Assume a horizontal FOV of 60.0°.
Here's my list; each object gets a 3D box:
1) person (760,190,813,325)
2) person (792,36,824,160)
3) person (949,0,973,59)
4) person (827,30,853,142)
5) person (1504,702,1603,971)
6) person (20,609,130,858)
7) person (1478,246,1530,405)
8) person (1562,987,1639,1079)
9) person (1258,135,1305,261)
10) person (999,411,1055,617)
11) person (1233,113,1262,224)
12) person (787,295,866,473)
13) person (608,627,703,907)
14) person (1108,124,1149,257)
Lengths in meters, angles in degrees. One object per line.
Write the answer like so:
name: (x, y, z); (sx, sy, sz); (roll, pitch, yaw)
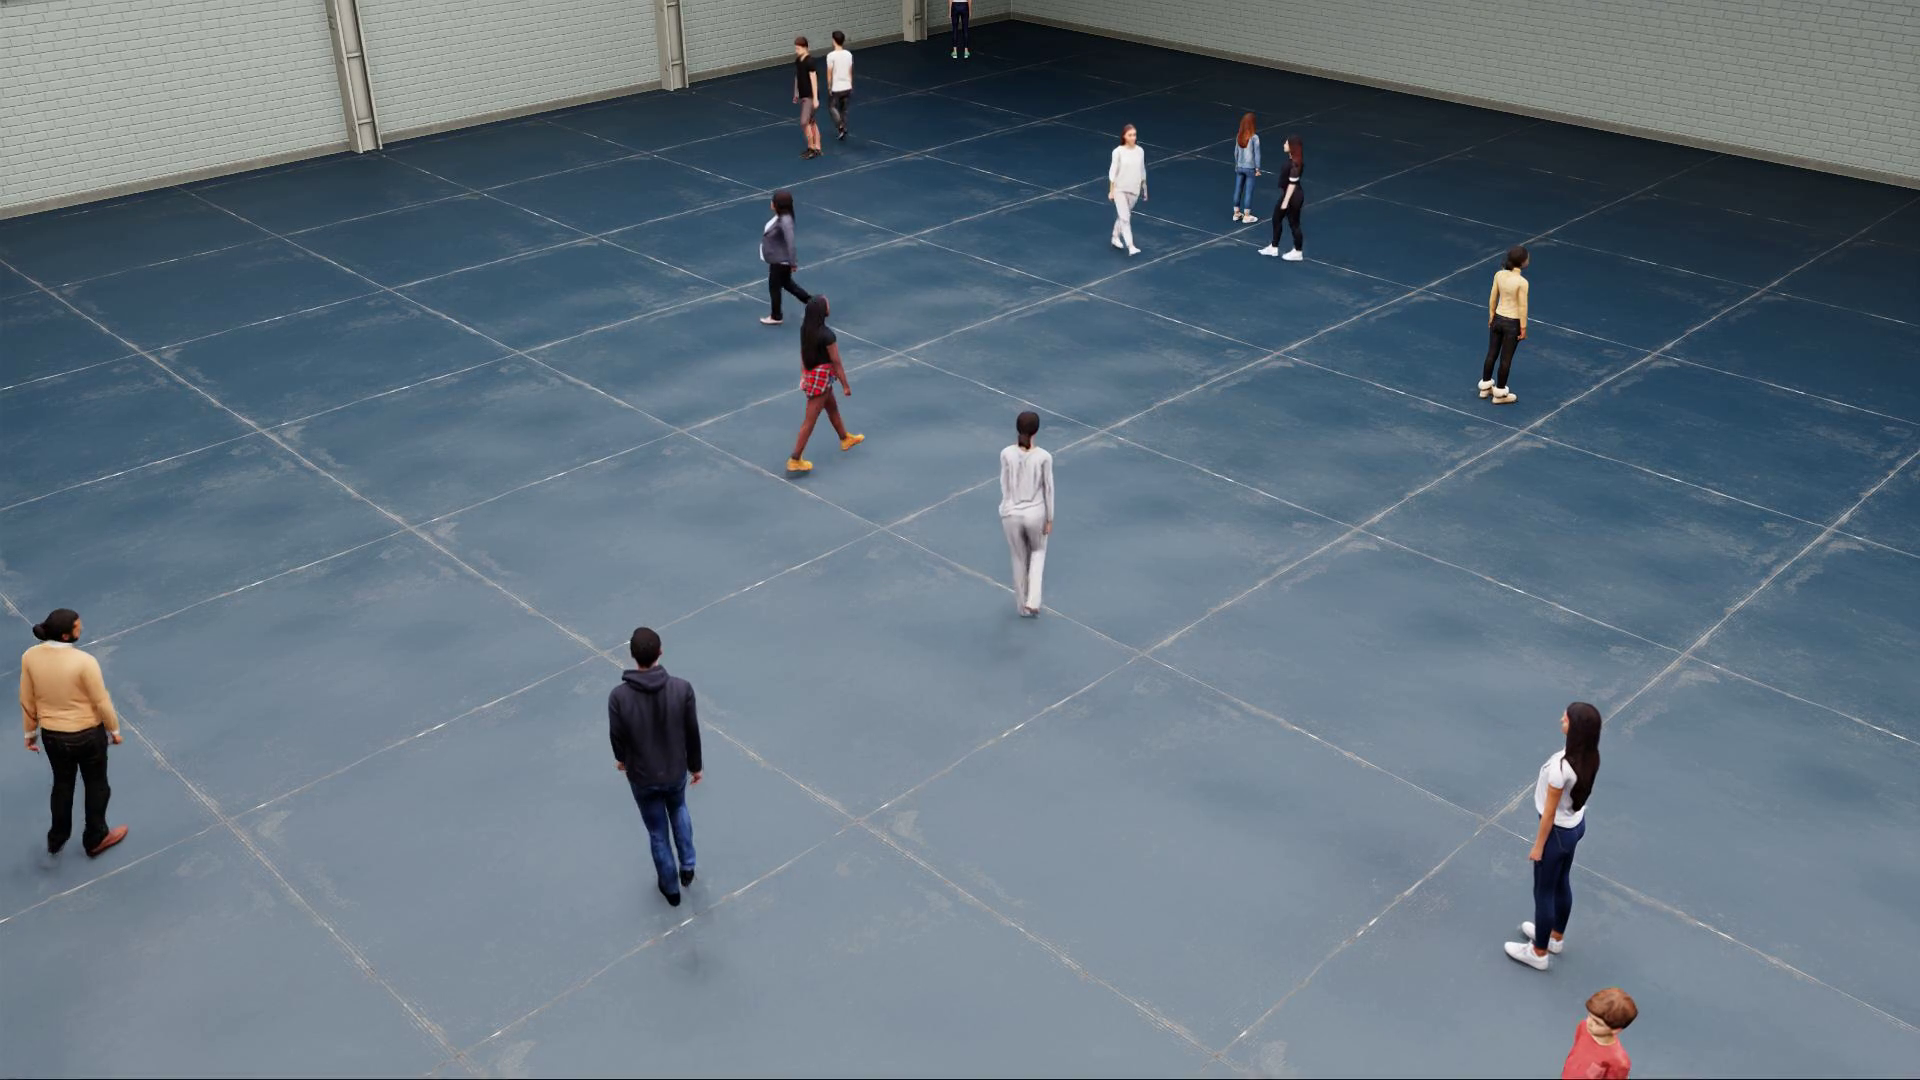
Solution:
person: (-1.965, -3.246, 19.119); (1.054, 1.577, 0.976); (-2, 28, -4)
person: (-2.245, -6.793, 25.502); (0.761, 1.839, 0.795); (-16, 32, -27)
person: (0.002, -10.164, 31.976); (0.668, 1.702, 0.733); (-1, 28, -1)
person: (-1.863, -7.174, 26.355); (0.685, 1.709, 0.746); (-18, 33, -31)
person: (3.480, 1.707, 9.608); (0.643, 1.774, 0.445); (23, 36, 36)
person: (-5.658, 1.258, 10.515); (0.860, 1.716, 0.887); (-4, 28, -7)
person: (5.621, -2.229, 17.121); (0.598, 1.660, 0.643); (-18, 33, -30)
person: (3.098, 2.727, 8.079); (0.730, 1.413, 0.661); (-8, 29, -15)
person: (4.293, -4.328, 21.103); (0.918, 1.621, 0.876); (4, 28, 7)
person: (0.498, -0.147, 13.102); (0.782, 1.763, 0.852); (5, 28, 10)
person: (3.901, -5.073, 22.655); (0.505, 1.477, 0.567); (-23, 36, -36)
person: (-1.375, -1.417, 15.581); (1.218, 1.674, 0.668); (-22, 35, -35)
person: (-1.803, 1.440, 10.005); (0.713, 1.873, 0.830); (-10, 30, -19)
person: (2.111, -4.522, 21.440); (1.076, 1.647, 0.944); (-11, 30, -20)
